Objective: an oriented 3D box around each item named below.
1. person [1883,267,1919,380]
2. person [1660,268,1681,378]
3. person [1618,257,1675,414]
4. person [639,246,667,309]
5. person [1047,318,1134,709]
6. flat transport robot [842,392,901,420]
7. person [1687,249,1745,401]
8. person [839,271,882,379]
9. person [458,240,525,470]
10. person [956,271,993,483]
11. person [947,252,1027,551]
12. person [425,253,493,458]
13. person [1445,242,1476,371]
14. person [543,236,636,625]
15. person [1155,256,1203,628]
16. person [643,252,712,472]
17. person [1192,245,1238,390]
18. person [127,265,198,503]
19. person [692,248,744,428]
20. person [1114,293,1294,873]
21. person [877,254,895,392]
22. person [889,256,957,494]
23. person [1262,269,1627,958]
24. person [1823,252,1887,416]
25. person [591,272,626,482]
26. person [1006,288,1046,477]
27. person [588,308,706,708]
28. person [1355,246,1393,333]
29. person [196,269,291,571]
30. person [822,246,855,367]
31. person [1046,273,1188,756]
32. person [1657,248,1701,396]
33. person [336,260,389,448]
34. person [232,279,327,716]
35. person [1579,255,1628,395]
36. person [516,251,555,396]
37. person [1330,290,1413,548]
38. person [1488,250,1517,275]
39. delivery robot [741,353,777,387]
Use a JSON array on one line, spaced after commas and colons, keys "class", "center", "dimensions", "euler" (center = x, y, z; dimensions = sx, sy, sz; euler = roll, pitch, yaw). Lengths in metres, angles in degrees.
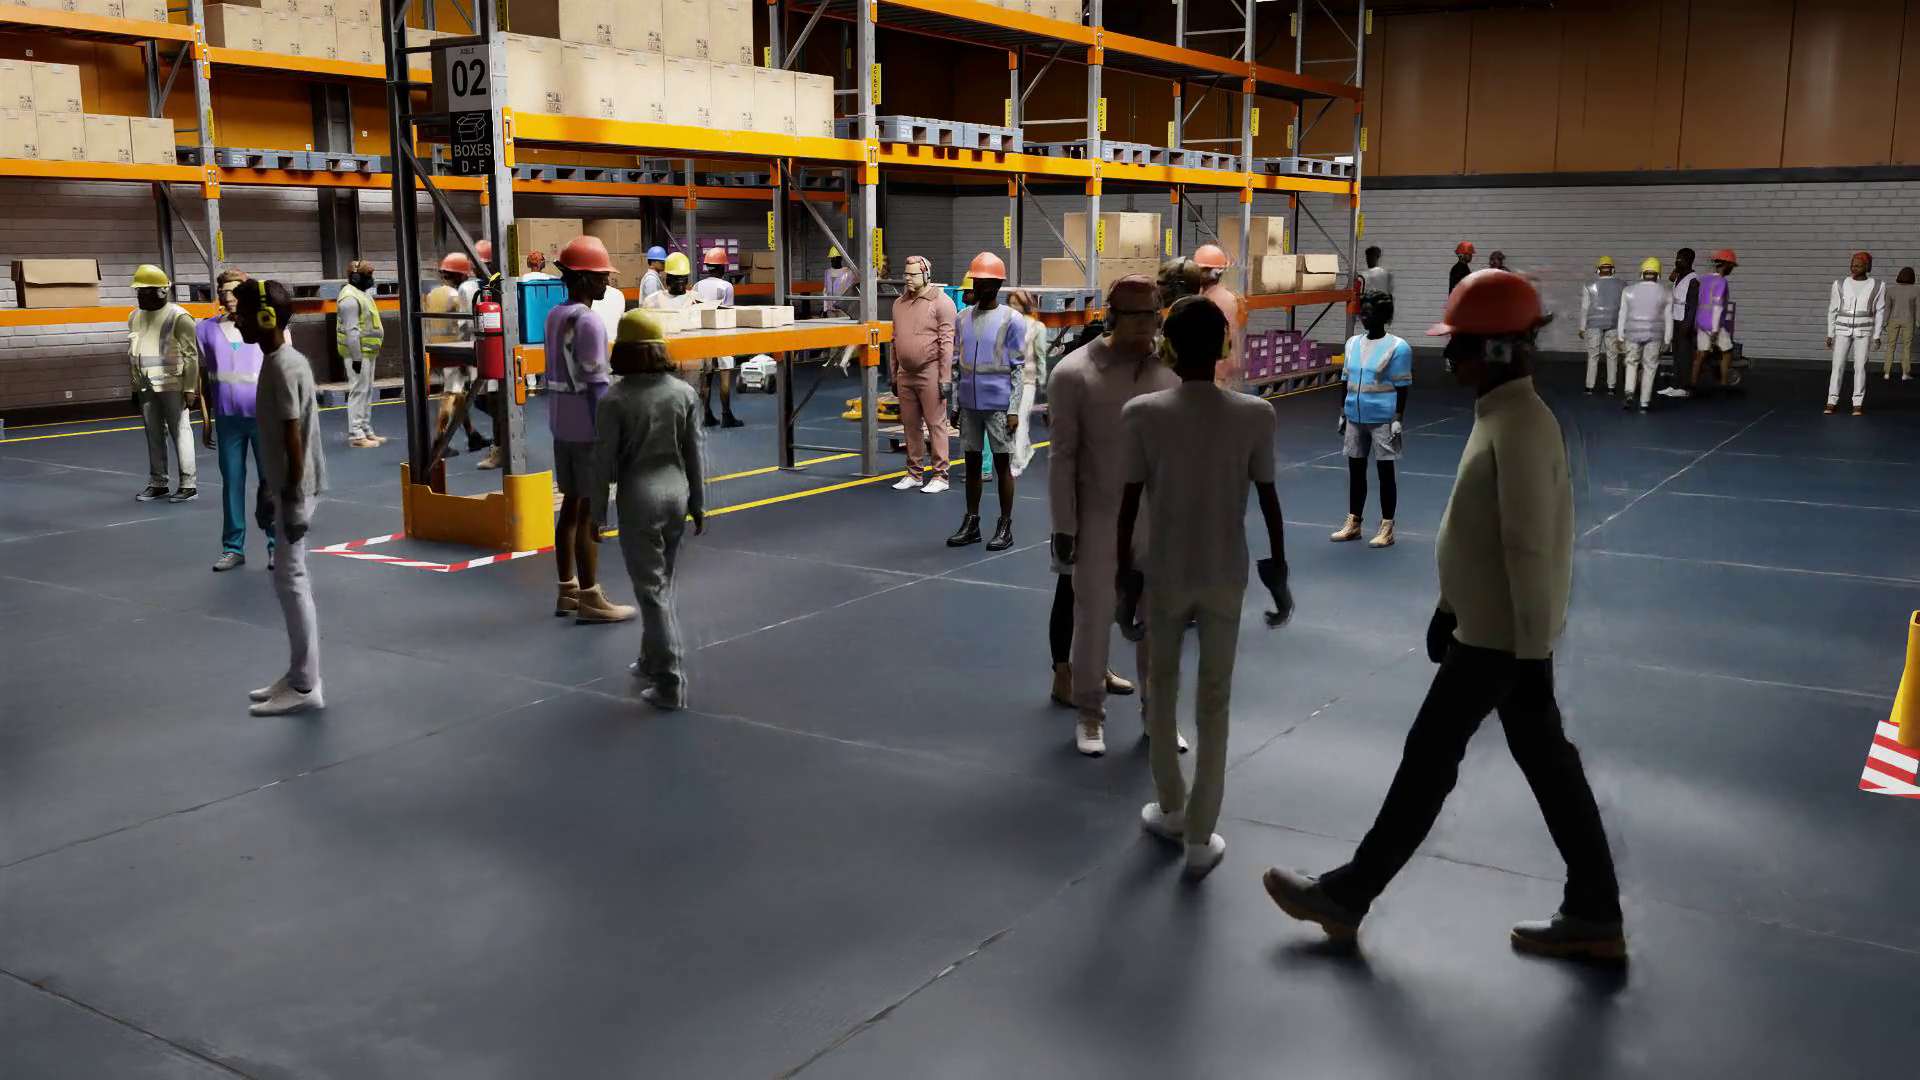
[{"class": "person", "center": [13.673, -3.137, 24.142], "dimensions": [0.507, 1.633, 0.277], "euler": [8, 13, 38]}, {"class": "person", "center": [10.559, -3.206, 24.523], "dimensions": [0.284, 1.633, 0.500], "euler": [-3, 11, -18]}, {"class": "person", "center": [8.002, -2.378, 19.406], "dimensions": [0.616, 1.822, 0.421], "euler": [6, 12, 30]}, {"class": "person", "center": [-3.803, -2.685, 20.772], "dimensions": [0.403, 1.943, 0.607], "euler": [-2, 10, -11]}, {"class": "person", "center": [0.586, -0.125, 7.287], "dimensions": [0.322, 1.692, 0.530], "euler": [9, 14, 41]}, {"class": "flat transport robot", "center": [-0.801, -1.548, 19.113], "dimensions": [0.652, 0.197, 1.431], "euler": [3, 11, 16]}, {"class": "person", "center": [9.603, -2.695, 20.966], "dimensions": [0.767, 1.894, 0.546], "euler": [0, 10, -1]}, {"class": "person", "center": [-1.469, -3.171, 24.417], "dimensions": [0.510, 1.605, 0.808], "euler": [6, 12, 32]}, {"class": "person", "center": [-4.143, -1.659, 14.871], "dimensions": [0.630, 2.023, 0.759], "euler": [3, 11, 19]}, {"class": "person", "center": [0.129, -1.362, 13.943], "dimensions": [0.312, 1.769, 0.525], "euler": [-1, 10, -6]}, {"class": "person", "center": [0.167, -0.901, 10.900], "dimensions": [0.545, 1.943, 0.347], "euler": [6, 12, 31]}, {"class": "person", "center": [-4.656, -1.728, 15.608], "dimensions": [0.565, 1.894, 0.901], "euler": [8, 13, 37]}, {"class": "person", "center": [7.731, -3.595, 25.677], "dimensions": [0.393, 1.995, 0.612], "euler": [7, 12, 33]}, {"class": "person", "center": [-1.971, -0.578, 8.828], "dimensions": [0.390, 2.041, 0.614], "euler": [-7, 12, -34]}, {"class": "person", "center": [1.144, -0.508, 8.728], "dimensions": [0.372, 1.940, 0.632], "euler": [3, 11, 15]}, {"class": "person", "center": [-2.418, -1.509, 14.339], "dimensions": [0.589, 1.918, 0.402], "euler": [-3, 11, -18]}, {"class": "person", "center": [1.988, -1.316, 13.068], "dimensions": [0.474, 1.982, 0.611], "euler": [-4, 11, -21]}, {"class": "person", "center": [-6.182, -1.201, 12.859], "dimensions": [0.601, 1.830, 0.404], "euler": [3, 11, 18]}, {"class": "person", "center": [-2.624, -2.180, 17.999], "dimensions": [0.542, 1.938, 0.357], "euler": [5, 12, 28]}, {"class": "person", "center": [0.807, 0.135, 5.418], "dimensions": [0.579, 1.850, 0.538], "euler": [2, 10, 11]}, {"class": "person", "center": [-0.965, -2.605, 20.606], "dimensions": [0.508, 1.847, 0.345], "euler": [0, 10, 2]}, {"class": "person", "center": [-0.325, -1.323, 13.372], "dimensions": [0.636, 1.900, 0.402], "euler": [8, 13, 37]}, {"class": "person", "center": [1.431, 0.222, 4.677], "dimensions": [1.037, 1.933, 0.654], "euler": [3, 11, 17]}, {"class": "person", "center": [10.353, -2.381, 19.257], "dimensions": [0.574, 1.884, 0.360], "euler": [7, 12, 33]}, {"class": "person", "center": [-2.989, -1.419, 13.772], "dimensions": [0.357, 1.938, 0.637], "euler": [7, 12, 35]}, {"class": "person", "center": [0.530, -1.370, 14.440], "dimensions": [0.527, 1.642, 0.616], "euler": [7, 12, 35]}, {"class": "person", "center": [-1.426, -0.148, 7.311], "dimensions": [0.507, 1.717, 0.711], "euler": [-10, 14, -43]}, {"class": "person", "center": [6.123, -3.428, 24.941], "dimensions": [0.630, 1.917, 0.958], "euler": [-7, 12, -34]}, {"class": "person", "center": [-4.373, -0.734, 10.236], "dimensions": [0.565, 1.847, 0.396], "euler": [-1, 10, -5]}, {"class": "person", "center": [-1.940, -3.700, 26.445], "dimensions": [0.586, 1.928, 0.369], "euler": [6, 12, 31]}, {"class": "person", "center": [0.660, -0.090, 6.543], "dimensions": [0.647, 1.897, 0.399], "euler": [-3, 11, -14]}, {"class": "person", "center": [9.403, -2.824, 21.620], "dimensions": [0.392, 1.920, 0.591], "euler": [0, 10, 3]}, {"class": "person", "center": [-5.863, -1.816, 16.293], "dimensions": [0.430, 1.831, 0.634], "euler": [-1, 10, -7]}, {"class": "person", "center": [-2.939, -0.190, 7.197], "dimensions": [0.377, 1.860, 0.556], "euler": [-4, 11, -23]}, {"class": "person", "center": [8.427, -2.809, 21.803], "dimensions": [0.588, 1.822, 0.403], "euler": [2, 10, 10]}, {"class": "person", "center": [-5.456, -2.796, 21.564], "dimensions": [0.574, 1.883, 0.356], "euler": [0, 10, -1]}, {"class": "person", "center": [2.727, -0.801, 11.021], "dimensions": [0.317, 1.696, 0.538], "euler": [-9, 13, -39]}, {"class": "person", "center": [8.070, -3.401, 24.953], "dimensions": [0.651, 1.877, 0.888], "euler": [8, 13, 37]}, {"class": "delivery robot", "center": [-2.628, -2.272, 22.076], "dimensions": [0.477, 0.478, 0.707], "euler": [3, 11, 16]}]
